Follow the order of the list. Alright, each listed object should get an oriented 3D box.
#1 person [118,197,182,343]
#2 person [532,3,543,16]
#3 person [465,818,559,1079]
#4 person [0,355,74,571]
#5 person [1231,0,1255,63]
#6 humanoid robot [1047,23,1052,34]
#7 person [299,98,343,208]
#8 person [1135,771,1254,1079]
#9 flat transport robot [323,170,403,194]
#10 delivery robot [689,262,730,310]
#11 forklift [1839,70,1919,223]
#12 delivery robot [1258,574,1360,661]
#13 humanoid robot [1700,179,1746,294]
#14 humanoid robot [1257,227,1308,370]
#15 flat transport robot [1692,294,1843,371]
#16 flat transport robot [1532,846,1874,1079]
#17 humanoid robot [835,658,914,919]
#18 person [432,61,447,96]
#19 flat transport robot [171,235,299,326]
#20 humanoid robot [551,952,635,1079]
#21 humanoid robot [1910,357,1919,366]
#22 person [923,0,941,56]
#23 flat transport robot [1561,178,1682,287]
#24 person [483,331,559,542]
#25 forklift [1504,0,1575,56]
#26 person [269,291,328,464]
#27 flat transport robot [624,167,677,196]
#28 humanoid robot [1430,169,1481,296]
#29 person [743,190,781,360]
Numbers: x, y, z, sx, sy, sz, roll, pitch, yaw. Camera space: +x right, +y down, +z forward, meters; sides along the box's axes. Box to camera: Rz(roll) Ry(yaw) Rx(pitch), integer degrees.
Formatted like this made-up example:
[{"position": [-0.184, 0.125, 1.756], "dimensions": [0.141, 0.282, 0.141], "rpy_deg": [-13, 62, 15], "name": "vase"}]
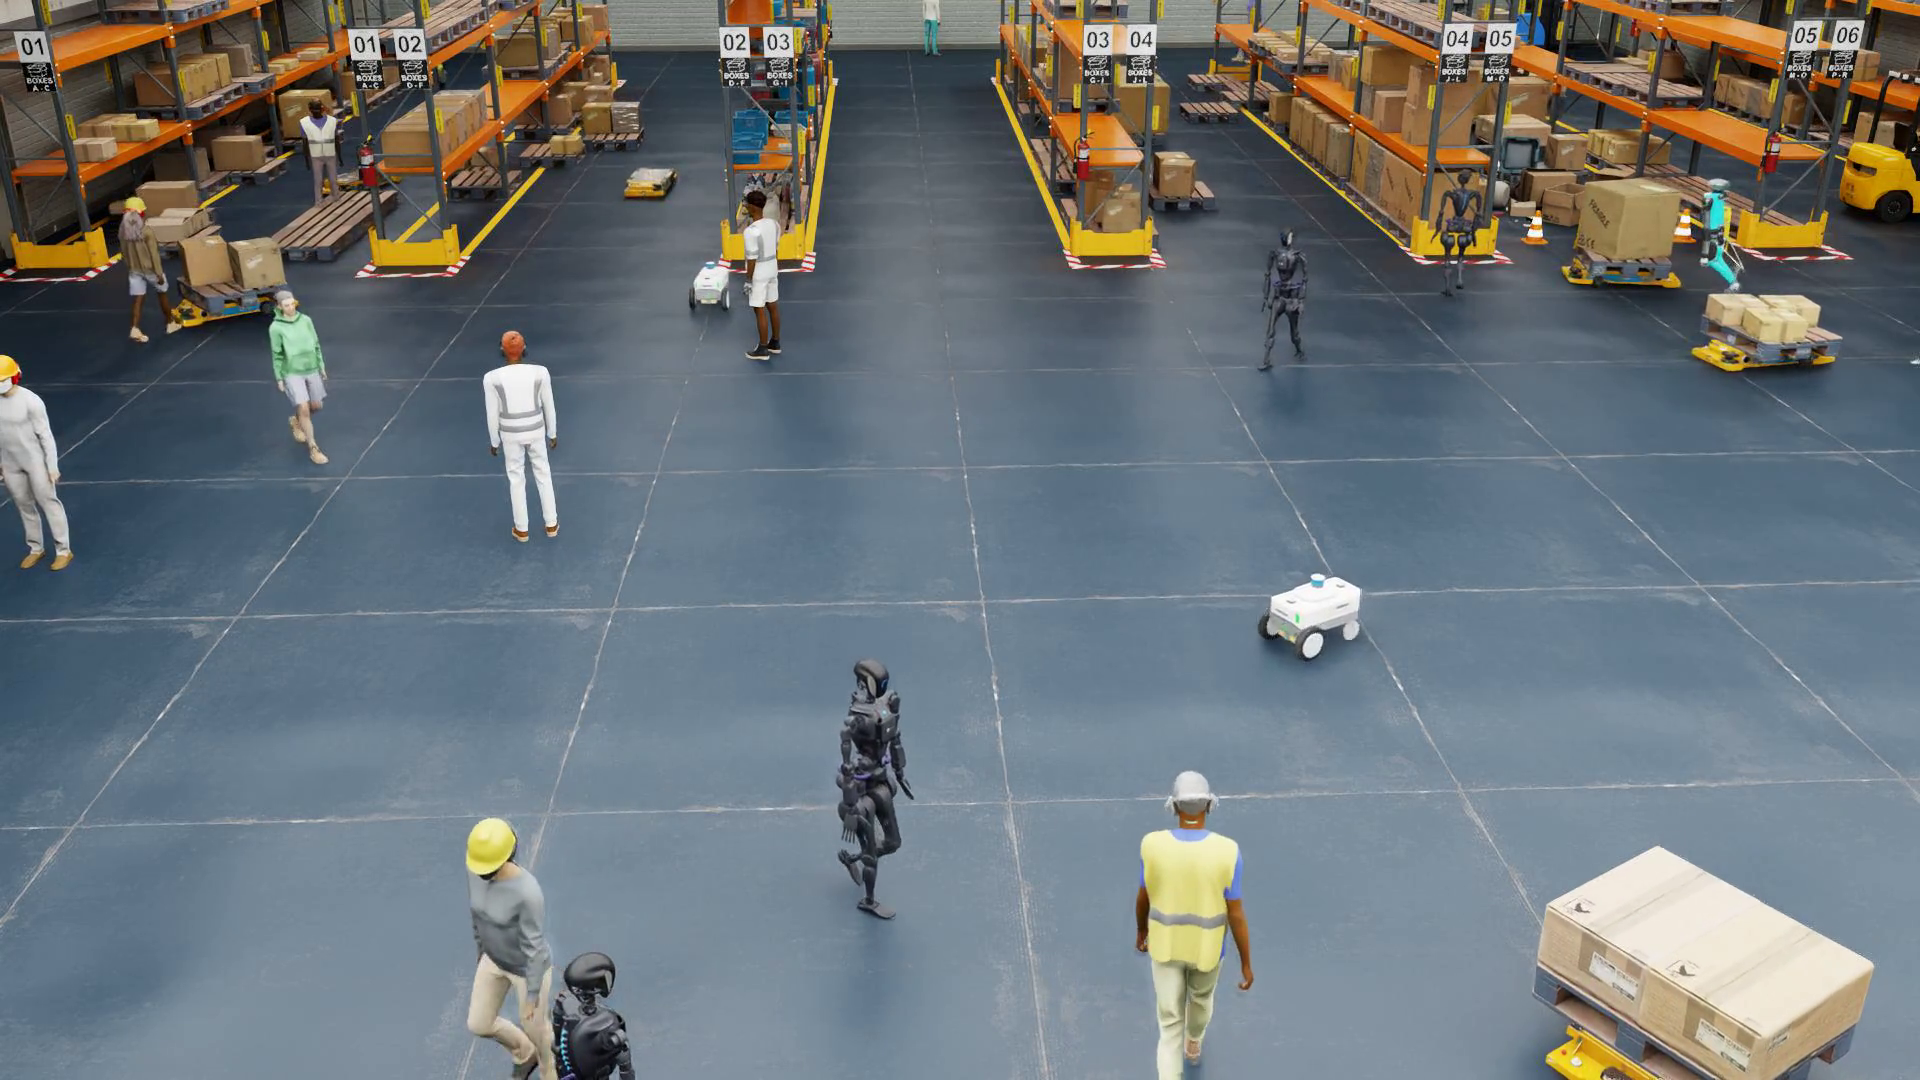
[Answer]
[{"position": [-9.846, -3.254, 19.997], "dimensions": [0.540, 1.724, 0.868], "rpy_deg": [3, 24, 6], "name": "person"}, {"position": [-10.442, -12.667, 40.982], "dimensions": [0.383, 1.862, 0.534], "rpy_deg": [-4, 24, -8], "name": "person"}, {"position": [-2.166, 2.056, 8.044], "dimensions": [0.545, 1.736, 0.409], "rpy_deg": [14, 28, 29], "name": "person"}, {"position": [-7.845, -0.652, 13.952], "dimensions": [0.569, 1.889, 0.389], "rpy_deg": [3, 24, 6], "name": "person"}, {"position": [7.078, -12.712, 41.173], "dimensions": [0.704, 1.781, 0.612], "rpy_deg": [-3, 24, -7], "name": "person"}, {"position": [2.309, -12.836, 41.569], "dimensions": [0.547, 1.757, 1.049], "rpy_deg": [-15, 28, -31], "name": "humanoid robot"}, {"position": [-9.921, -5.955, 25.921], "dimensions": [0.563, 1.838, 0.387], "rpy_deg": [-14, 27, -28], "name": "person"}, {"position": [1.134, 1.982, 8.102], "dimensions": [0.577, 1.833, 0.997], "rpy_deg": [3, 24, 7], "name": "person"}, {"position": [-10.131, -6.041, 28.046], "dimensions": [0.659, 0.231, 1.431], "rpy_deg": [9, 26, 20], "name": "flat transport robot"}, {"position": [-3.213, -3.274, 21.500], "dimensions": [0.499, 0.614, 0.786], "rpy_deg": [1, 24, 3], "name": "delivery robot"}, {"position": [15.132, -6.143, 25.915], "dimensions": [2.313, 2.155, 1.214], "rpy_deg": [-1, 24, -2], "name": "forklift"}, {"position": [2.731, 0.554, 12.862], "dimensions": [0.764, 0.582, 0.499], "rpy_deg": [-15, 28, -30], "name": "delivery robot"}, {"position": [9.542, -3.561, 20.672], "dimensions": [0.818, 1.765, 0.540], "rpy_deg": [21, 31, 38], "name": "humanoid robot"}, {"position": [3.746, -2.771, 19.046], "dimensions": [0.584, 1.647, 0.785], "rpy_deg": [19, 31, 37], "name": "humanoid robot"}, {"position": [9.386, -2.195, 19.404], "dimensions": [1.431, 0.231, 0.659], "rpy_deg": [-5, 25, -12], "name": "flat transport robot"}, {"position": [3.793, 2.582, 8.670], "dimensions": [1.431, 0.231, 0.659], "rpy_deg": [-15, 28, -31], "name": "flat transport robot"}, {"position": [-0.576, 1.407, 9.581], "dimensions": [0.487, 1.639, 0.589], "rpy_deg": [14, 28, 28], "name": "humanoid robot"}, {"position": [-11.042, -9.899, 34.972], "dimensions": [0.556, 1.668, 0.709], "rpy_deg": [-1, 24, -3], "name": "person"}, {"position": [-9.283, -3.003, 21.221], "dimensions": [1.431, 0.231, 0.659], "rpy_deg": [-19, 30, -36], "name": "flat transport robot"}, {"position": [-1.536, 2.490, 7.144], "dimensions": [0.612, 1.645, 0.343], "rpy_deg": [20, 31, 37], "name": "humanoid robot"}, {"position": [11.288, -2.789, 18.908], "dimensions": [0.679, 1.775, 0.540], "rpy_deg": [6, 25, 14], "name": "humanoid robot"}, {"position": [-0.713, -13.265, 42.447], "dimensions": [0.523, 1.760, 0.325], "rpy_deg": [18, 30, 35], "name": "person"}, {"position": [8.988, -3.632, 22.634], "dimensions": [1.431, 0.231, 0.659], "rpy_deg": [4, 24, 8], "name": "flat transport robot"}, {"position": [-3.810, -0.902, 14.514], "dimensions": [0.580, 1.882, 0.338], "rpy_deg": [-10, 26, -20], "name": "person"}, {"position": [14.700, -13.805, 42.301], "dimensions": [1.873, 2.768, 1.129], "rpy_deg": [-1, 24, -2], "name": "forklift"}, {"position": [-6.520, -1.640, 16.364], "dimensions": [0.705, 1.715, 0.484], "rpy_deg": [20, 31, 38], "name": "person"}, {"position": [-5.210, -6.038, 28.039], "dimensions": [0.659, 0.231, 1.431], "rpy_deg": [0, 24, 0], "name": "flat transport robot"}, {"position": [6.504, -4.041, 21.826], "dimensions": [0.601, 1.651, 0.325], "rpy_deg": [0, 24, 0], "name": "humanoid robot"}, {"position": [-2.310, -3.076, 19.299], "dimensions": [0.368, 1.966, 0.602], "rpy_deg": [12, 27, 25], "name": "person"}]
